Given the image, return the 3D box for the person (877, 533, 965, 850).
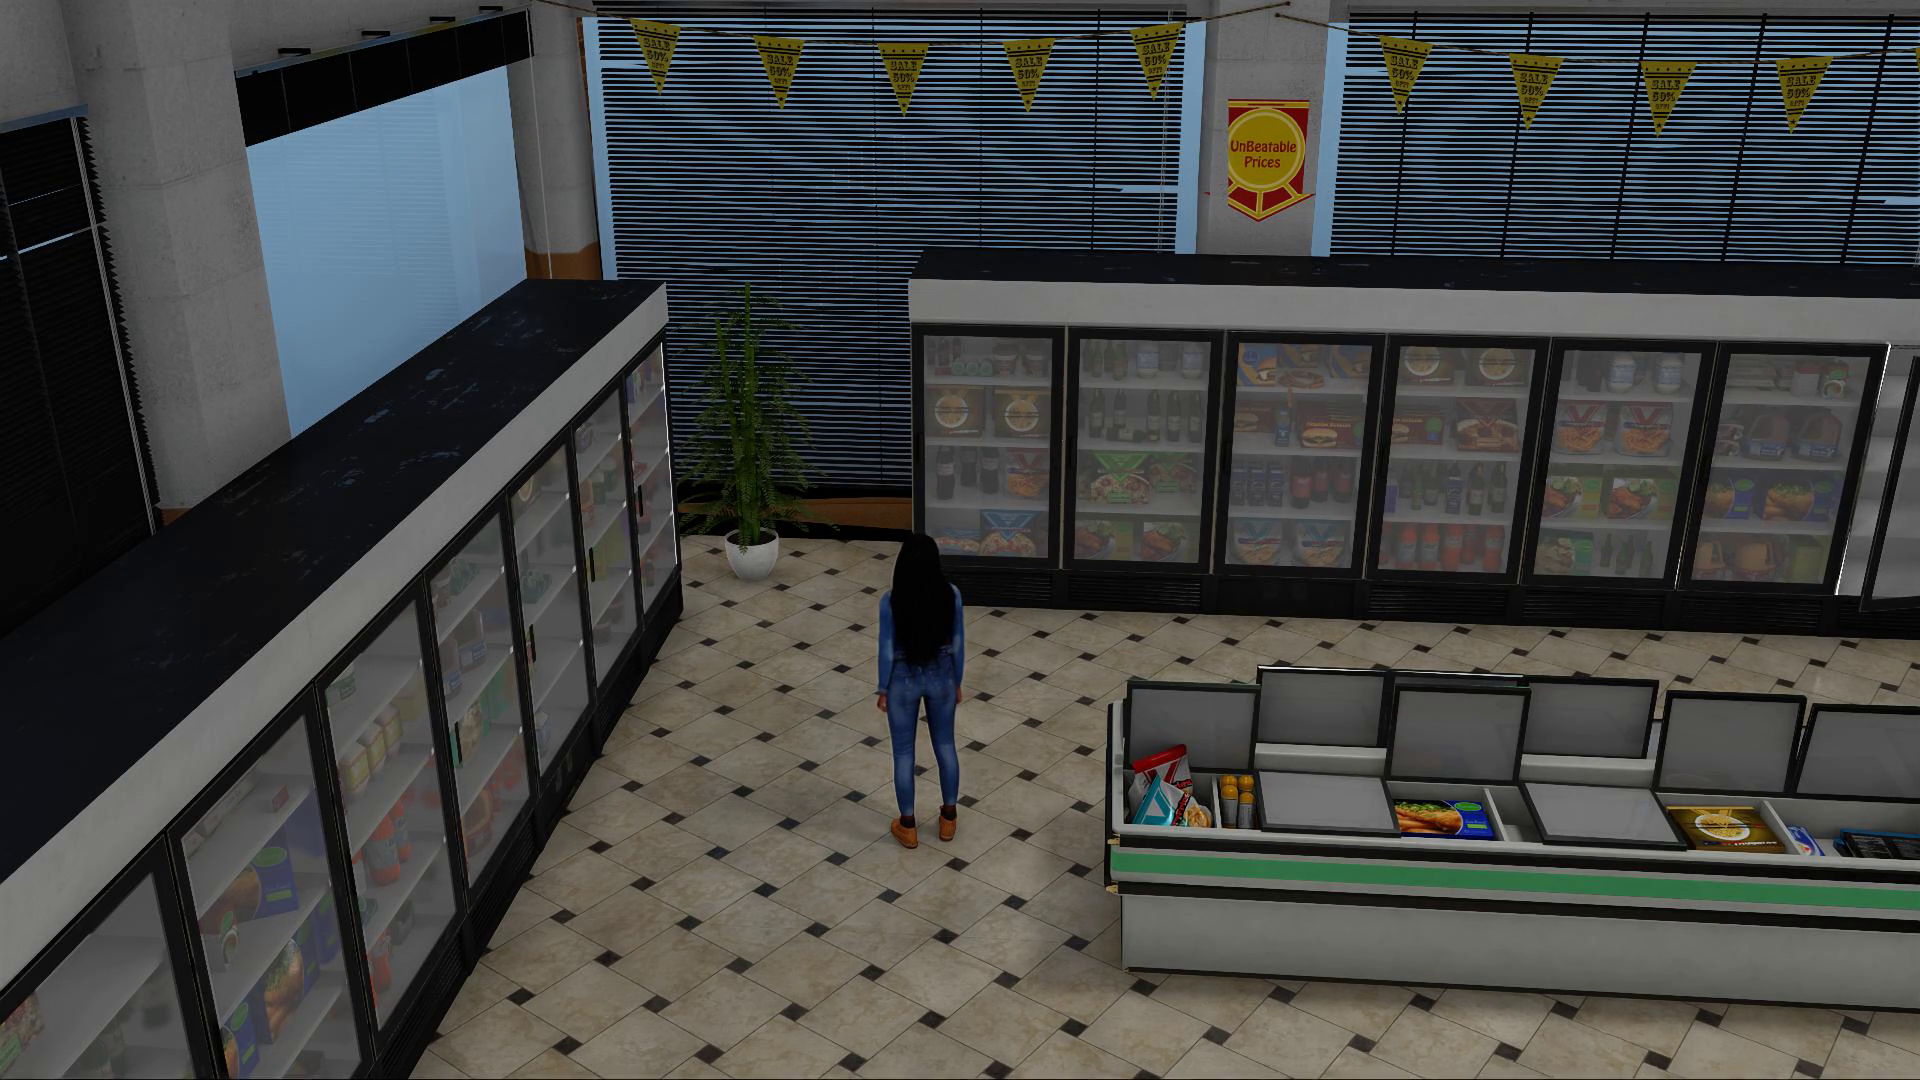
[{"bbox_3d":[-0.193,0.766,8.481,0.572,1.712,0.726,-6,23,-14],"label":"person"}]
